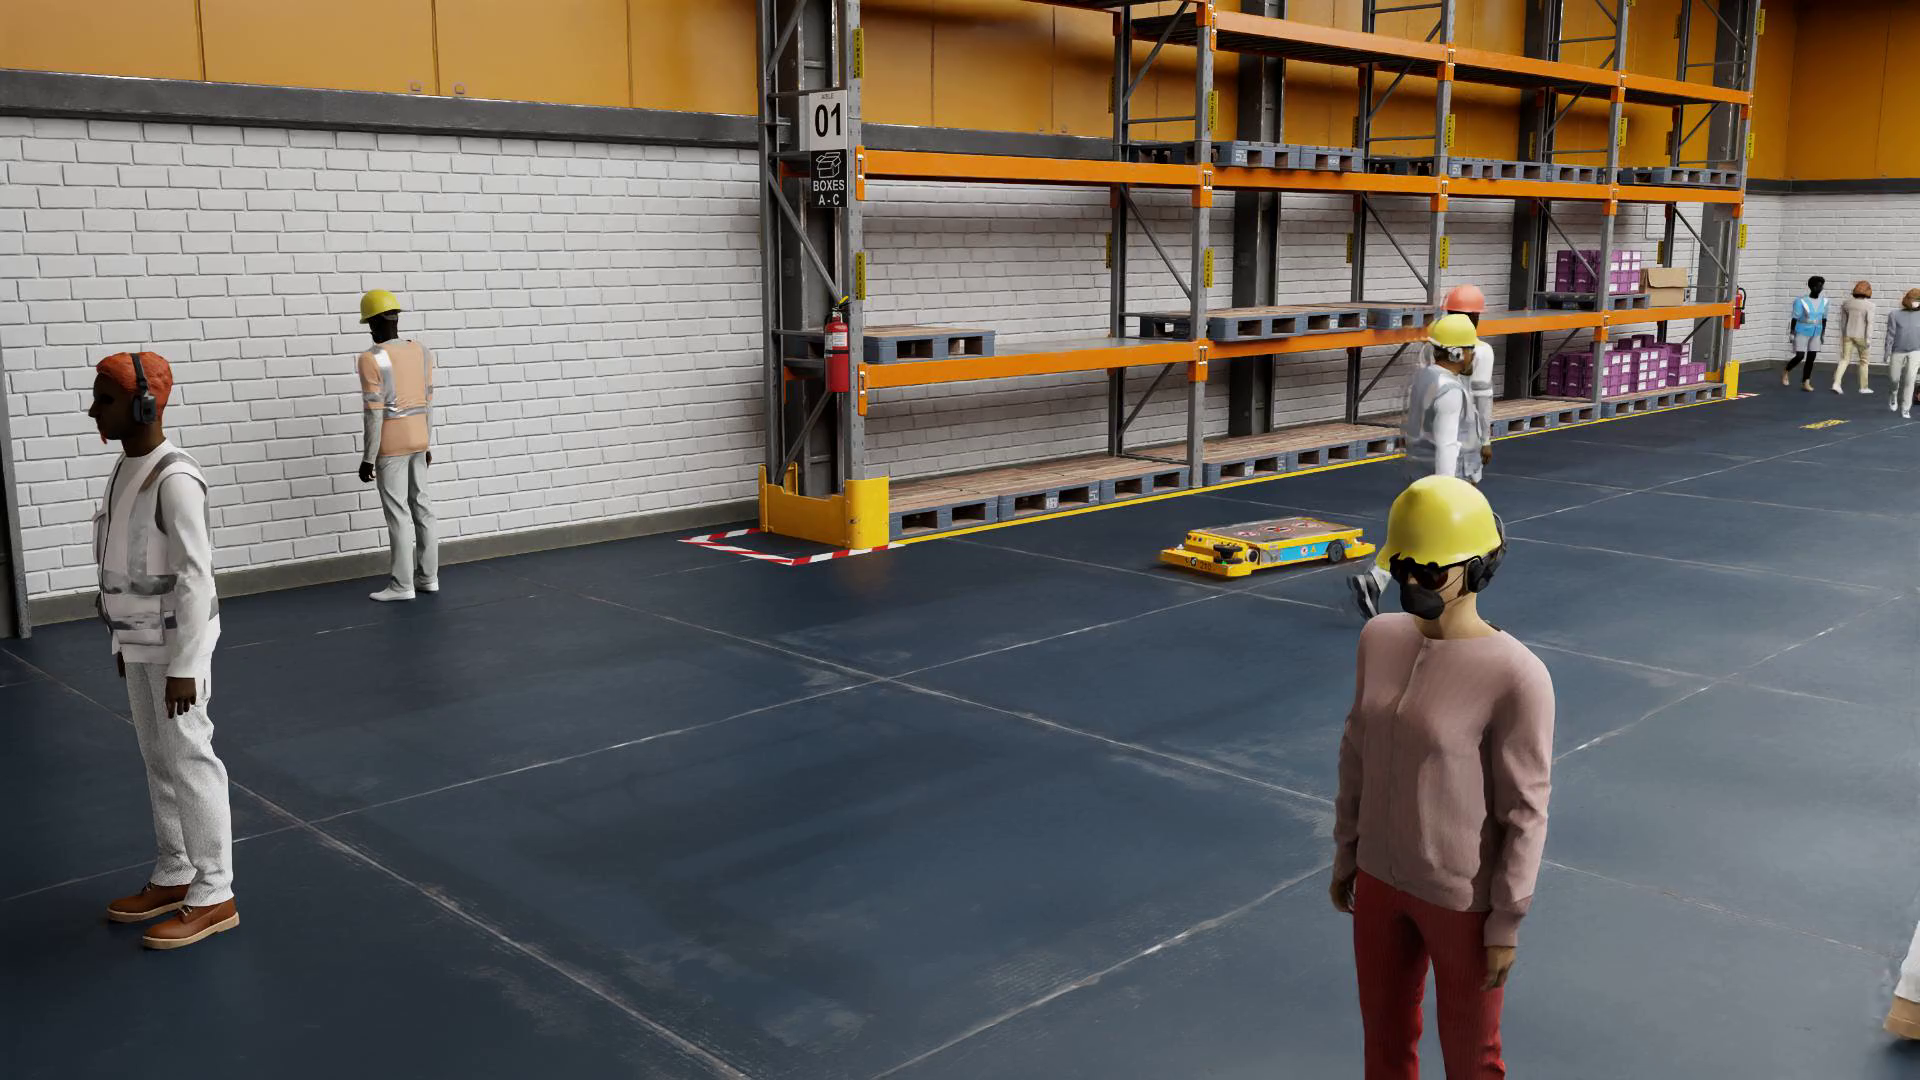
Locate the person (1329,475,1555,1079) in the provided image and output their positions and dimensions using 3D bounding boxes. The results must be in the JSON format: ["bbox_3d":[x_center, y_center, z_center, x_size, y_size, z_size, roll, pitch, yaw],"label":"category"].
[{"bbox_3d":[0.979,0.734,3.509,0.318,1.764,0.522,-7,12,-32],"label":"person"}]

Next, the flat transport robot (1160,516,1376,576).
[{"bbox_3d":[2.126,0.028,11.422,1.431,0.197,0.652,-7,13,-35],"label":"flat transport robot"}]

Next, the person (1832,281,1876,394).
[{"bbox_3d":[12.679,-2.862,23.536,0.726,1.606,0.515,-6,12,-30],"label":"person"}]

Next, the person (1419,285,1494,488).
[{"bbox_3d":[3.239,-0.721,11.007,0.622,1.921,0.550,-7,12,-33],"label":"person"}]

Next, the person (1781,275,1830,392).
[{"bbox_3d":[12.168,-2.971,23.935,0.545,1.677,0.505,-2,11,-8],"label":"person"}]

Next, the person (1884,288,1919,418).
[{"bbox_3d":[11.787,-2.343,20.717,0.496,1.600,0.746,5,11,24],"label":"person"}]

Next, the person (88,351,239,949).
[{"bbox_3d":[-2.551,0.346,5.293,0.355,1.883,0.574,-10,14,-43],"label":"person"}]

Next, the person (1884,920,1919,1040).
[{"bbox_3d":[3.030,0.544,4.484,0.998,1.792,0.640,-1,10,-3],"label":"person"}]

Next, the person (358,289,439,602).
[{"bbox_3d":[-3.469,-0.575,10.217,0.386,1.917,0.584,4,11,23],"label":"person"}]

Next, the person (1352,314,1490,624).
[{"bbox_3d":[2.640,-0.362,9.338,0.697,1.816,0.598,0,10,-1],"label":"person"}]
